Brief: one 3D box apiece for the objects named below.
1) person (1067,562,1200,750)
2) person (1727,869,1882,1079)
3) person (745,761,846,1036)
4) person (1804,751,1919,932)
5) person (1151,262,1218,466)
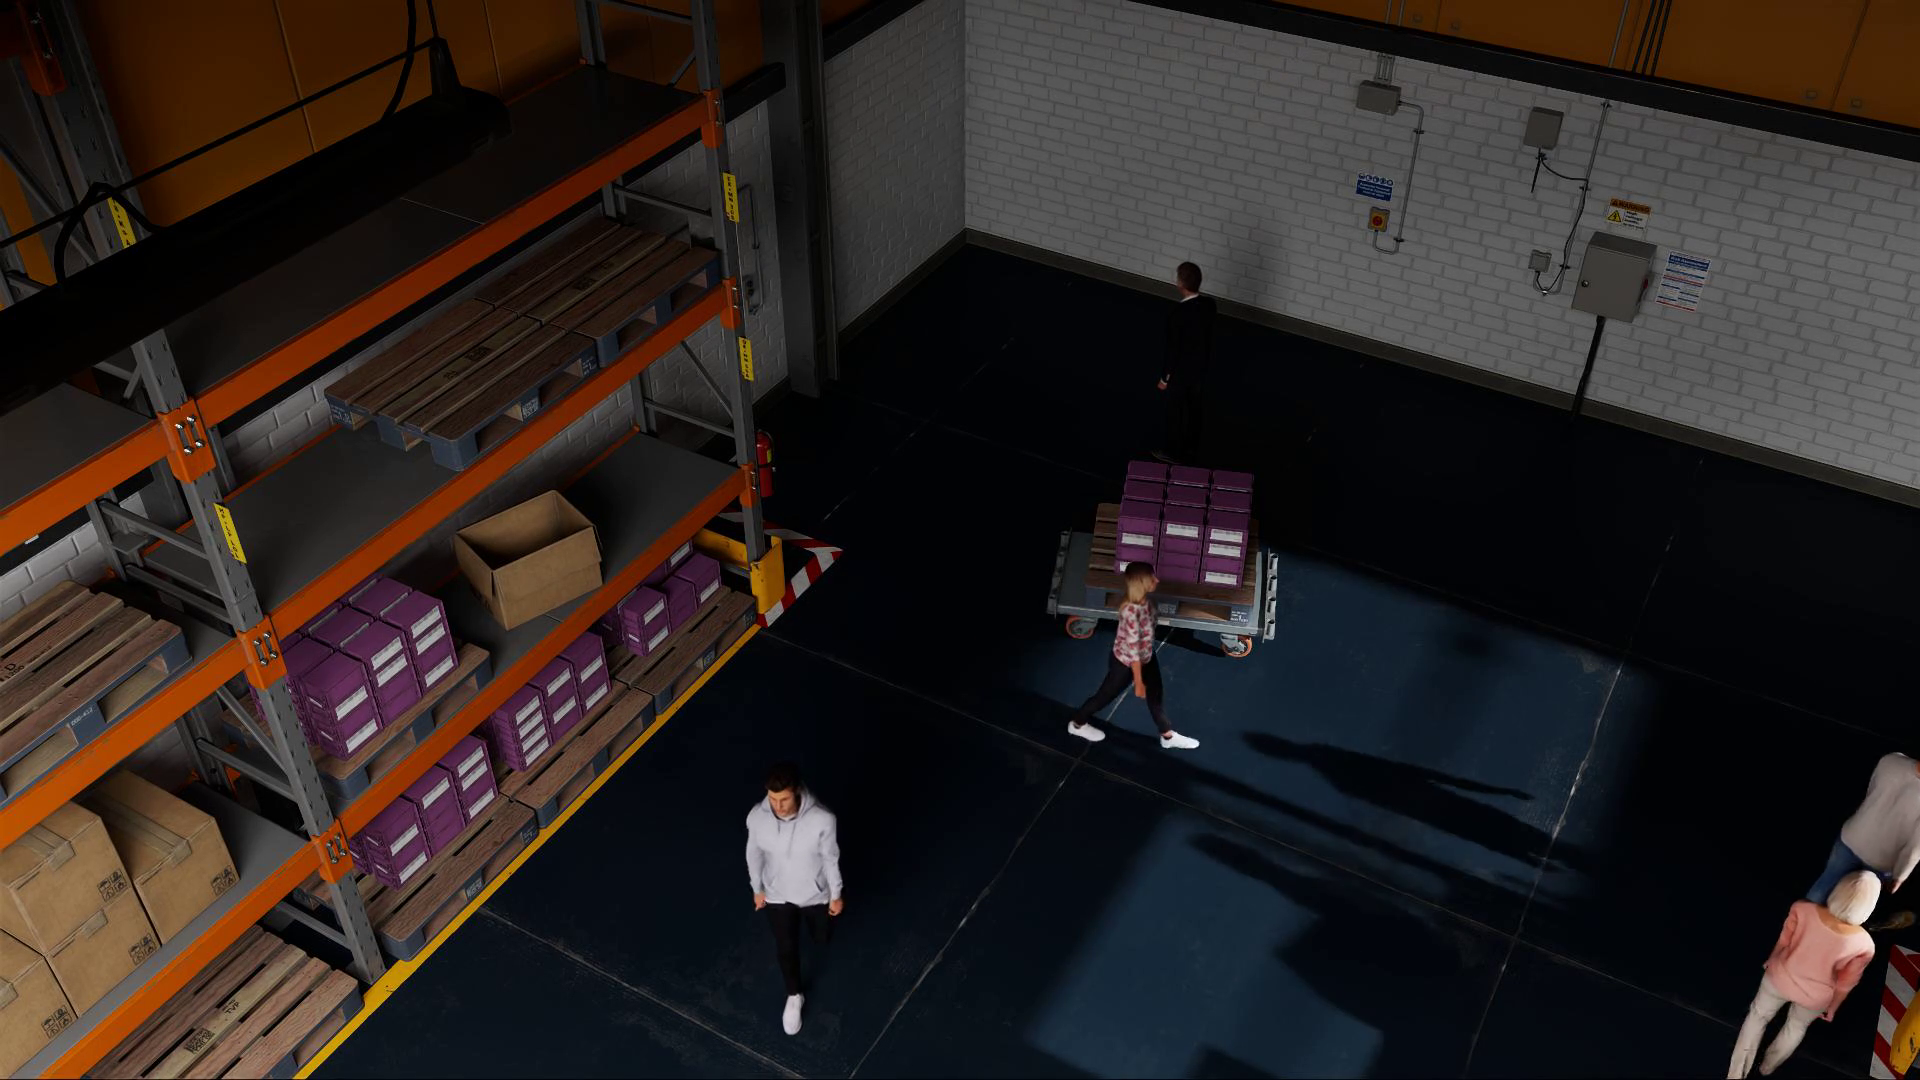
[{"bbox_3d":[1.047,0.794,10.996,0.831,1.586,1.122,10,40,12],"label":"person"},{"bbox_3d":[4.463,2.408,8.876,0.688,1.708,0.944,28,47,31],"label":"person"},{"bbox_3d":[-0.899,1.885,9.370,1.022,1.909,1.170,-1,39,-1],"label":"person"},{"bbox_3d":[5.167,1.803,9.529,1.231,1.839,1.092,-18,42,-21],"label":"person"},{"bbox_3d":[1.849,-1.438,13.609,0.678,1.812,0.825,-26,45,-29],"label":"person"}]
